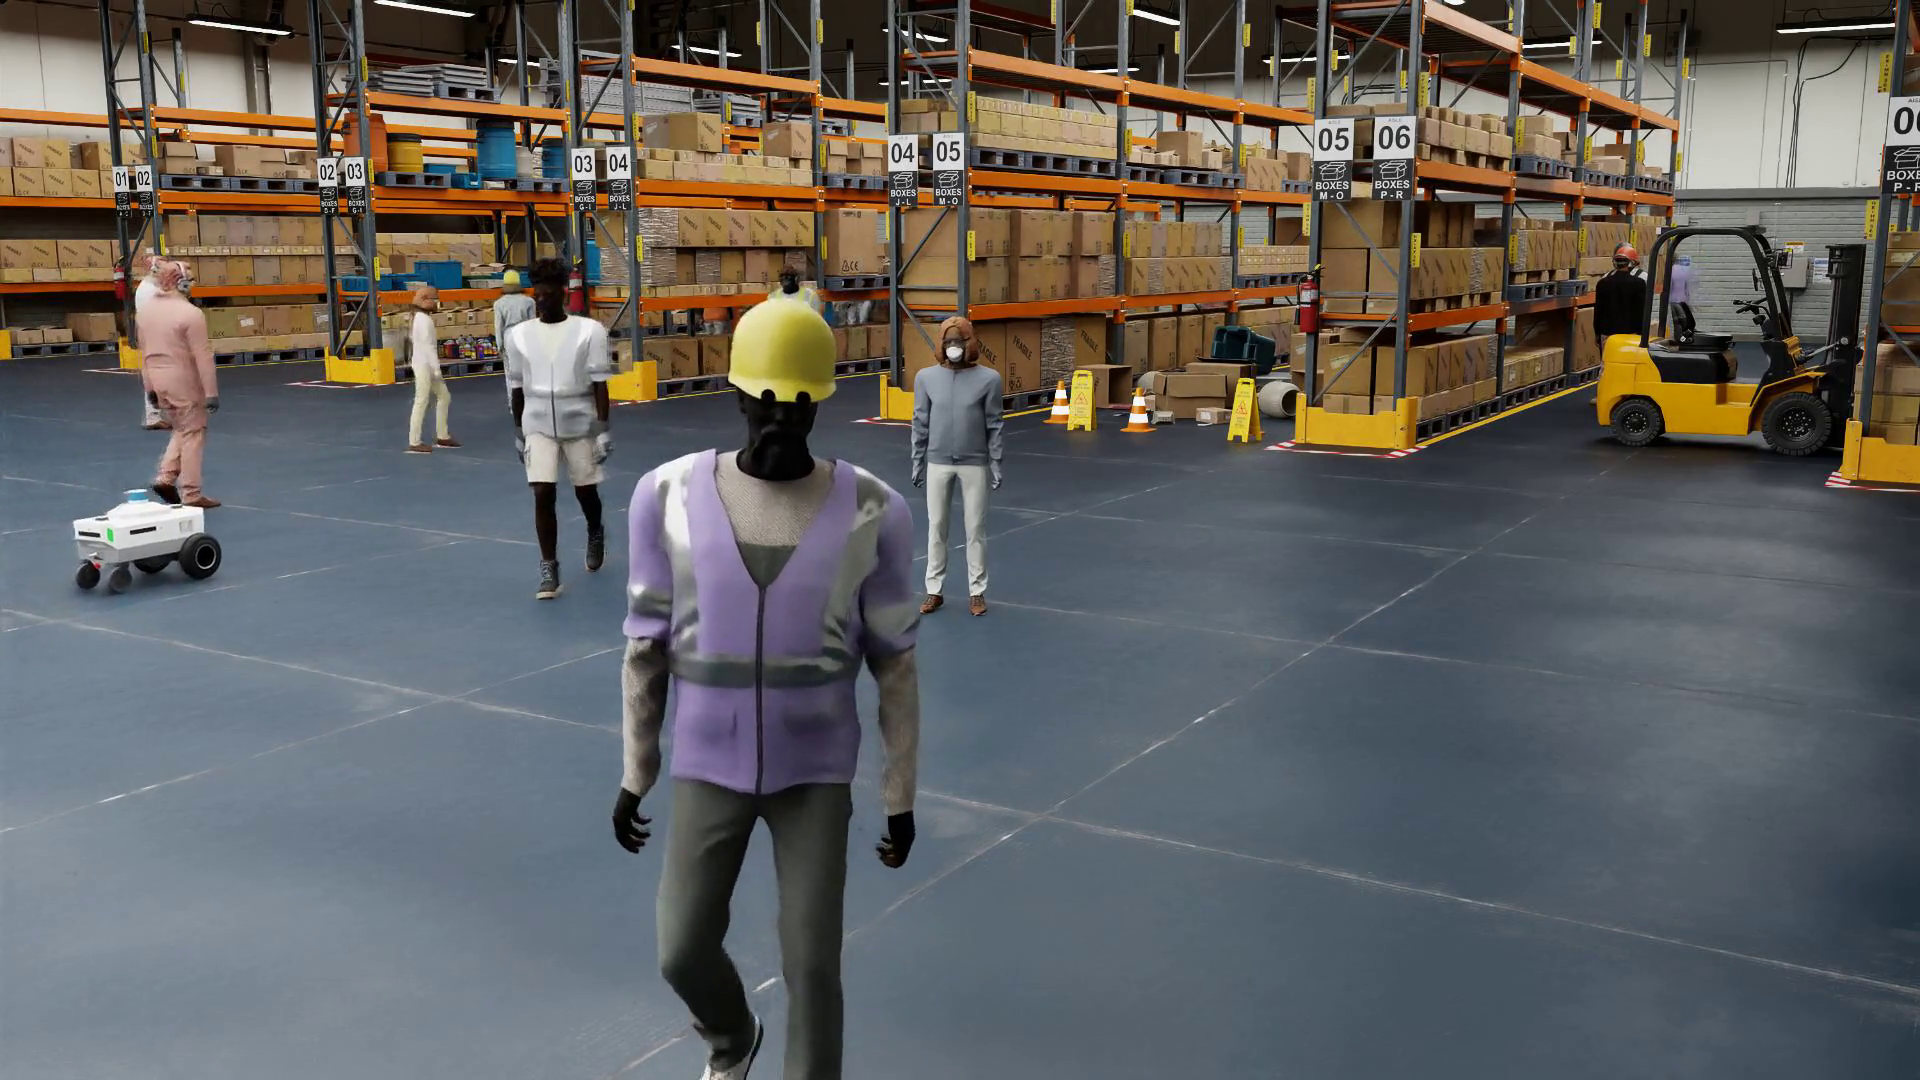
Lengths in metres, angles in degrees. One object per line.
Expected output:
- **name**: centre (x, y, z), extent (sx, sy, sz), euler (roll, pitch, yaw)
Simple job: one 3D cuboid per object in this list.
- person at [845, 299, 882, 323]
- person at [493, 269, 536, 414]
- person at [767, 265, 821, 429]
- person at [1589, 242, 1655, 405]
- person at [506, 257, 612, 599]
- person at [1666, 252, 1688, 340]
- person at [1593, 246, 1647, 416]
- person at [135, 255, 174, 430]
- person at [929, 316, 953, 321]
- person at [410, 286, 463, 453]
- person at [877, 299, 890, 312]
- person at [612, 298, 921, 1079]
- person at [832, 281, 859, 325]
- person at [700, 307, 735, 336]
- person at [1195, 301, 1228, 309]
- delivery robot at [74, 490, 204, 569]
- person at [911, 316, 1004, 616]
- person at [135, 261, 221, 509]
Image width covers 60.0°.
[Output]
- **person**: centre (-1.755, -4.183, 29.505), extent (0.920, 1.897, 0.633), euler (-8, 13, -38)
- **person**: centre (-5.196, -2.304, 19.476), extent (0.489, 1.720, 0.635), euler (-2, 10, -13)
- **person**: centre (-1.792, -2.029, 17.747), extent (0.622, 1.790, 0.960), euler (1, 10, 8)
- **person**: centre (8.198, -2.677, 20.683), extent (0.537, 2.000, 0.689), euler (-9, 13, -40)
- **person**: centre (-2.317, -0.670, 9.707), extent (0.615, 1.944, 0.818), euler (0, 10, -2)
- **person**: centre (13.077, -4.315, 30.297), extent (0.677, 1.894, 0.880), euler (-6, 12, -30)
- **person**: centre (7.705, -2.420, 19.389), extent (0.619, 1.989, 0.401), euler (9, 14, 42)
- **person**: centre (-8.556, -2.124, 18.005), extent (0.689, 1.883, 0.680), euler (-4, 11, -19)
- **person**: centre (-0.173, -3.136, 23.786), extent (0.569, 1.848, 0.378), euler (1, 10, 4)
- **person**: centre (-5.071, -1.646, 16.086), extent (0.625, 1.608, 0.538), euler (-4, 11, -19)
- **person**: centre (-1.311, -4.386, 31.034), extent (0.526, 1.765, 0.329), euler (0, 10, -2)
- **person**: centre (-0.400, 0.459, 3.465), extent (0.646, 1.913, 0.545), euler (0, 10, -2)
- **person**: centre (-2.087, -4.471, 31.153), extent (0.655, 1.901, 0.937), euler (1, 10, 7)
- **person**: centre (-3.769, -3.467, 26.148), extent (0.547, 1.663, 0.795), euler (5, 11, 24)
- **person**: centre (4.602, -4.350, 30.512), extent (0.677, 1.877, 0.812), euler (8, 13, 37)
- **delivery robot**: centre (-4.872, -0.056, 9.892), extent (0.477, 0.478, 0.707), euler (5, 11, 24)
- **person**: centre (-0.015, -0.398, 9.061), extent (0.509, 1.631, 0.266), euler (2, 10, 9)
- **person**: centre (-5.881, -1.162, 12.620), extent (0.667, 1.888, 0.435), euler (5, 11, 26)
